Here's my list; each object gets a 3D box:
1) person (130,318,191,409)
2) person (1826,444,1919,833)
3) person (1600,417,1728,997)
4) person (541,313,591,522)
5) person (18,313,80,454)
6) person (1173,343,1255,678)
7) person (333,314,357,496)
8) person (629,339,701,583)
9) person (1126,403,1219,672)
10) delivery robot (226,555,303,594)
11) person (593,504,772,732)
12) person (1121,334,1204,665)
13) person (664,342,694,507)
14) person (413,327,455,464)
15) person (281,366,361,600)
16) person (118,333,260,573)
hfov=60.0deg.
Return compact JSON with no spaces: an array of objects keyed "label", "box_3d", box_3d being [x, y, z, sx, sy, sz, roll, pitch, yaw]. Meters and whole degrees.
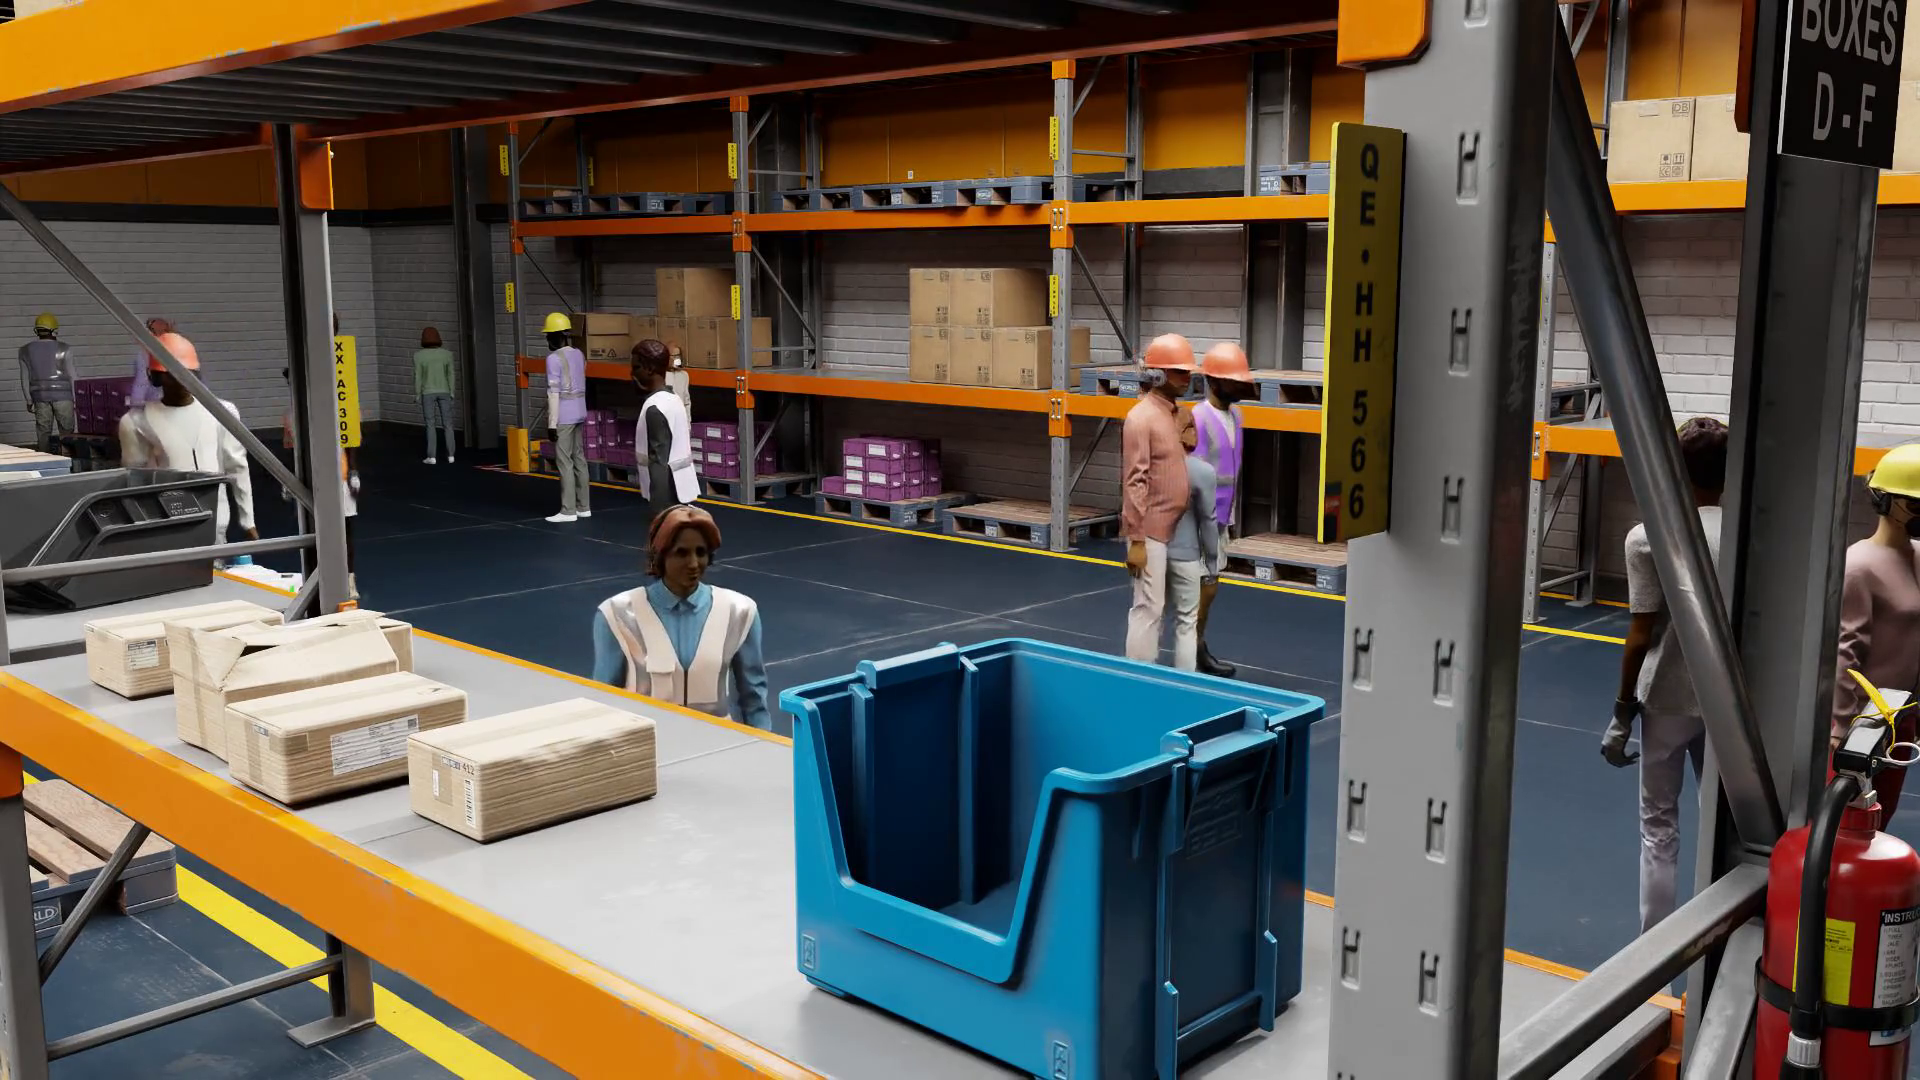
[{"label":"person","box_3d":[-7.550,-1.161,15.700,0.986,1.852,0.664,3,10,16]},{"label":"person","box_3d":[2.992,0.566,5.391,0.533,1.765,0.325,-7,11,-35]},{"label":"person","box_3d":[2.281,0.543,5.226,0.534,1.863,0.330,-1,9,-5]},{"label":"person","box_3d":[-3.636,-1.122,15.273,0.397,1.918,0.588,2,10,15]},{"label":"person","box_3d":[-9.971,-1.573,18.285,0.588,1.835,0.403,-2,9,-10]},{"label":"person","box_3d":[1.408,-0.124,9.183,0.479,1.916,0.547,7,12,36]},{"label":"person","box_3d":[-6.277,-1.341,16.657,0.669,1.906,0.491,8,12,40]},{"label":"person","box_3d":[-1.720,-0.215,9.746,0.393,1.910,0.602,-1,9,-3]},{"label":"person","box_3d":[1.096,0.106,8.622,0.504,1.630,0.294,4,10,25]},{"label":"delivery robot","box_3d":[-4.406,0.330,10.248,0.707,0.478,0.477,-1,9,-5]},{"label":"person","box_3d":[-0.831,0.702,4.942,0.545,1.632,0.322,-4,10,-21]},{"label":"person","box_3d":[1.057,-0.050,8.496,0.473,1.985,0.634,4,10,25]},{"label":"person","box_3d":[-2.762,-1.077,15.893,0.285,1.625,0.494,6,11,35]},{"label":"person","box_3d":[-6.246,-1.717,19.782,0.498,1.633,0.281,-6,11,-34]},{"label":"person","box_3d":[-4.450,-0.404,11.664,0.615,1.662,0.317,2,10,14]},{"label":"person","box_3d":[-4.168,-0.122,8.937,1.065,1.995,0.606,9,13,43]}]
